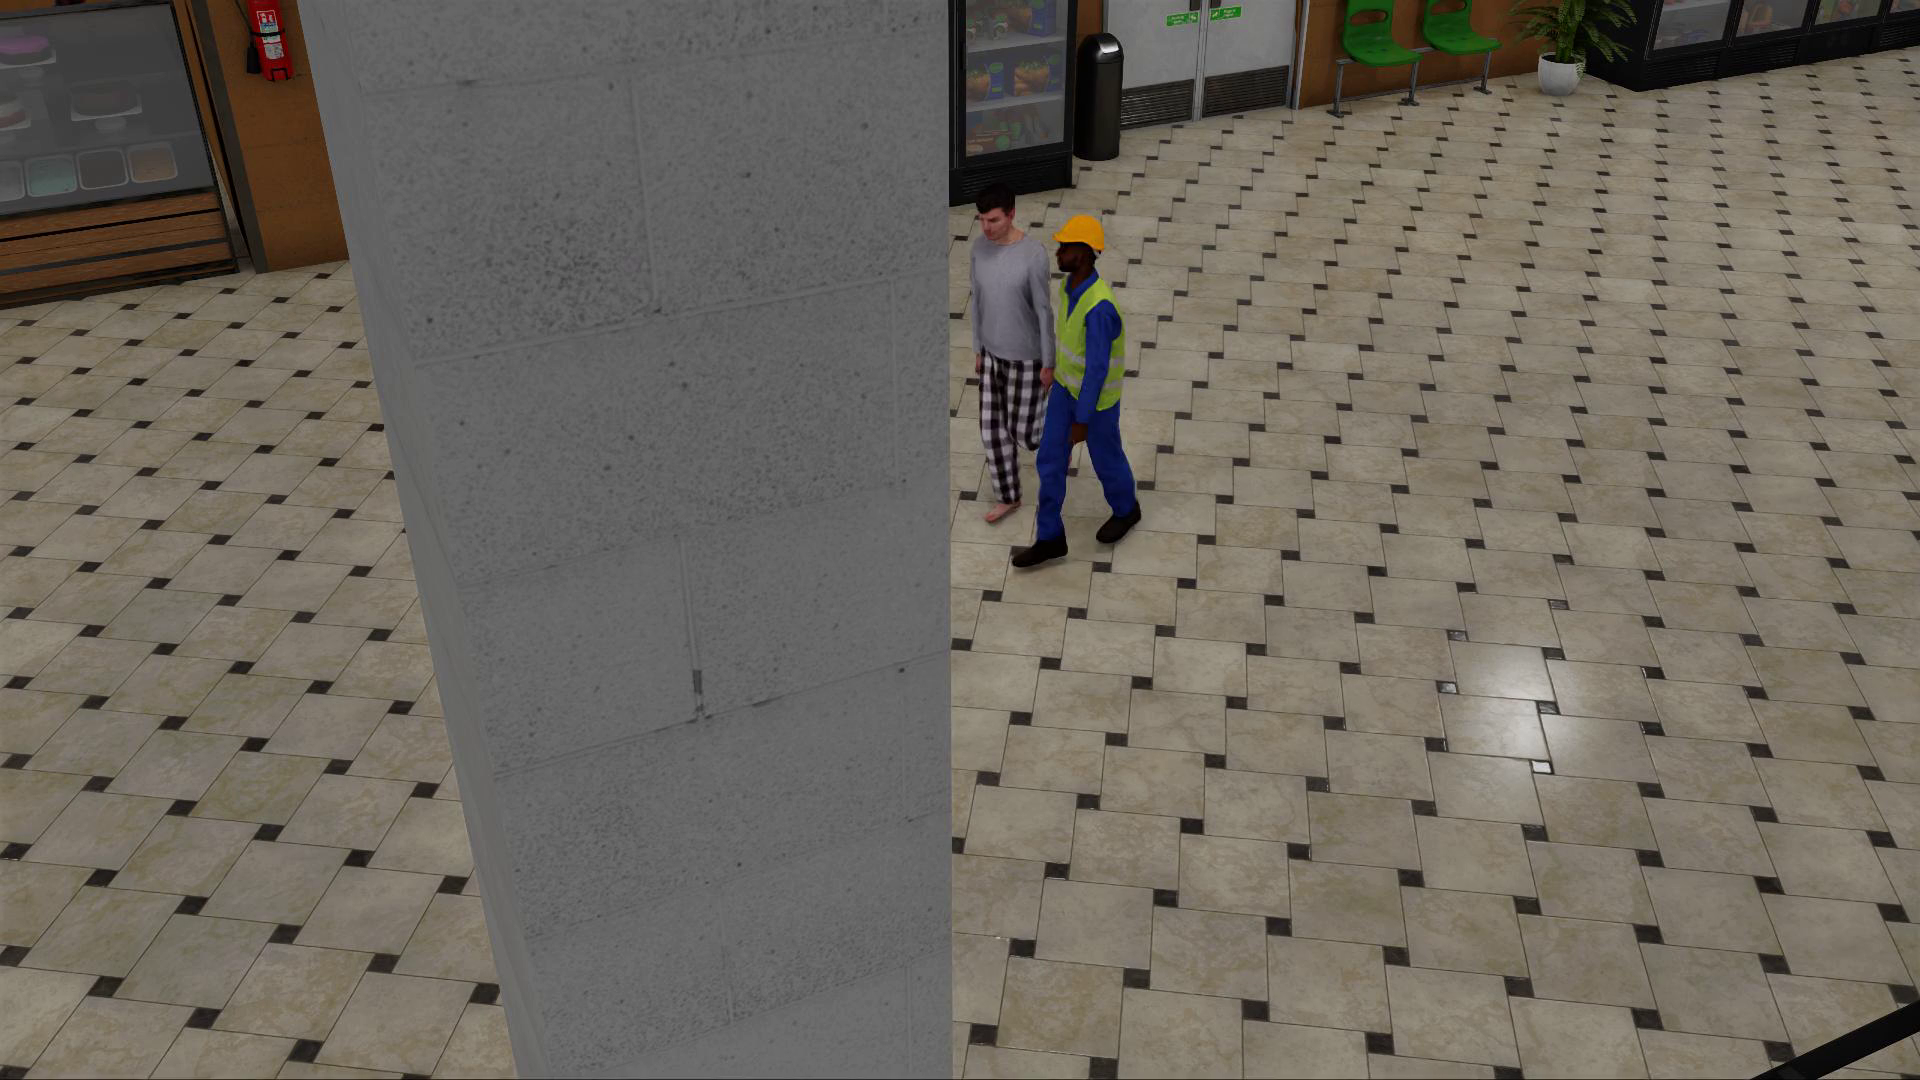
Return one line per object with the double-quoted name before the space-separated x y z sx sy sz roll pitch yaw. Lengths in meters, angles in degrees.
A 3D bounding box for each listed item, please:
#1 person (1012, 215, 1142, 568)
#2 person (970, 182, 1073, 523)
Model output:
"person" 0.681 -0.728 8.201 0.795 1.778 1.010 -16 35 -24
"person" 0.329 -0.990 8.582 0.991 1.820 0.988 19 36 27
